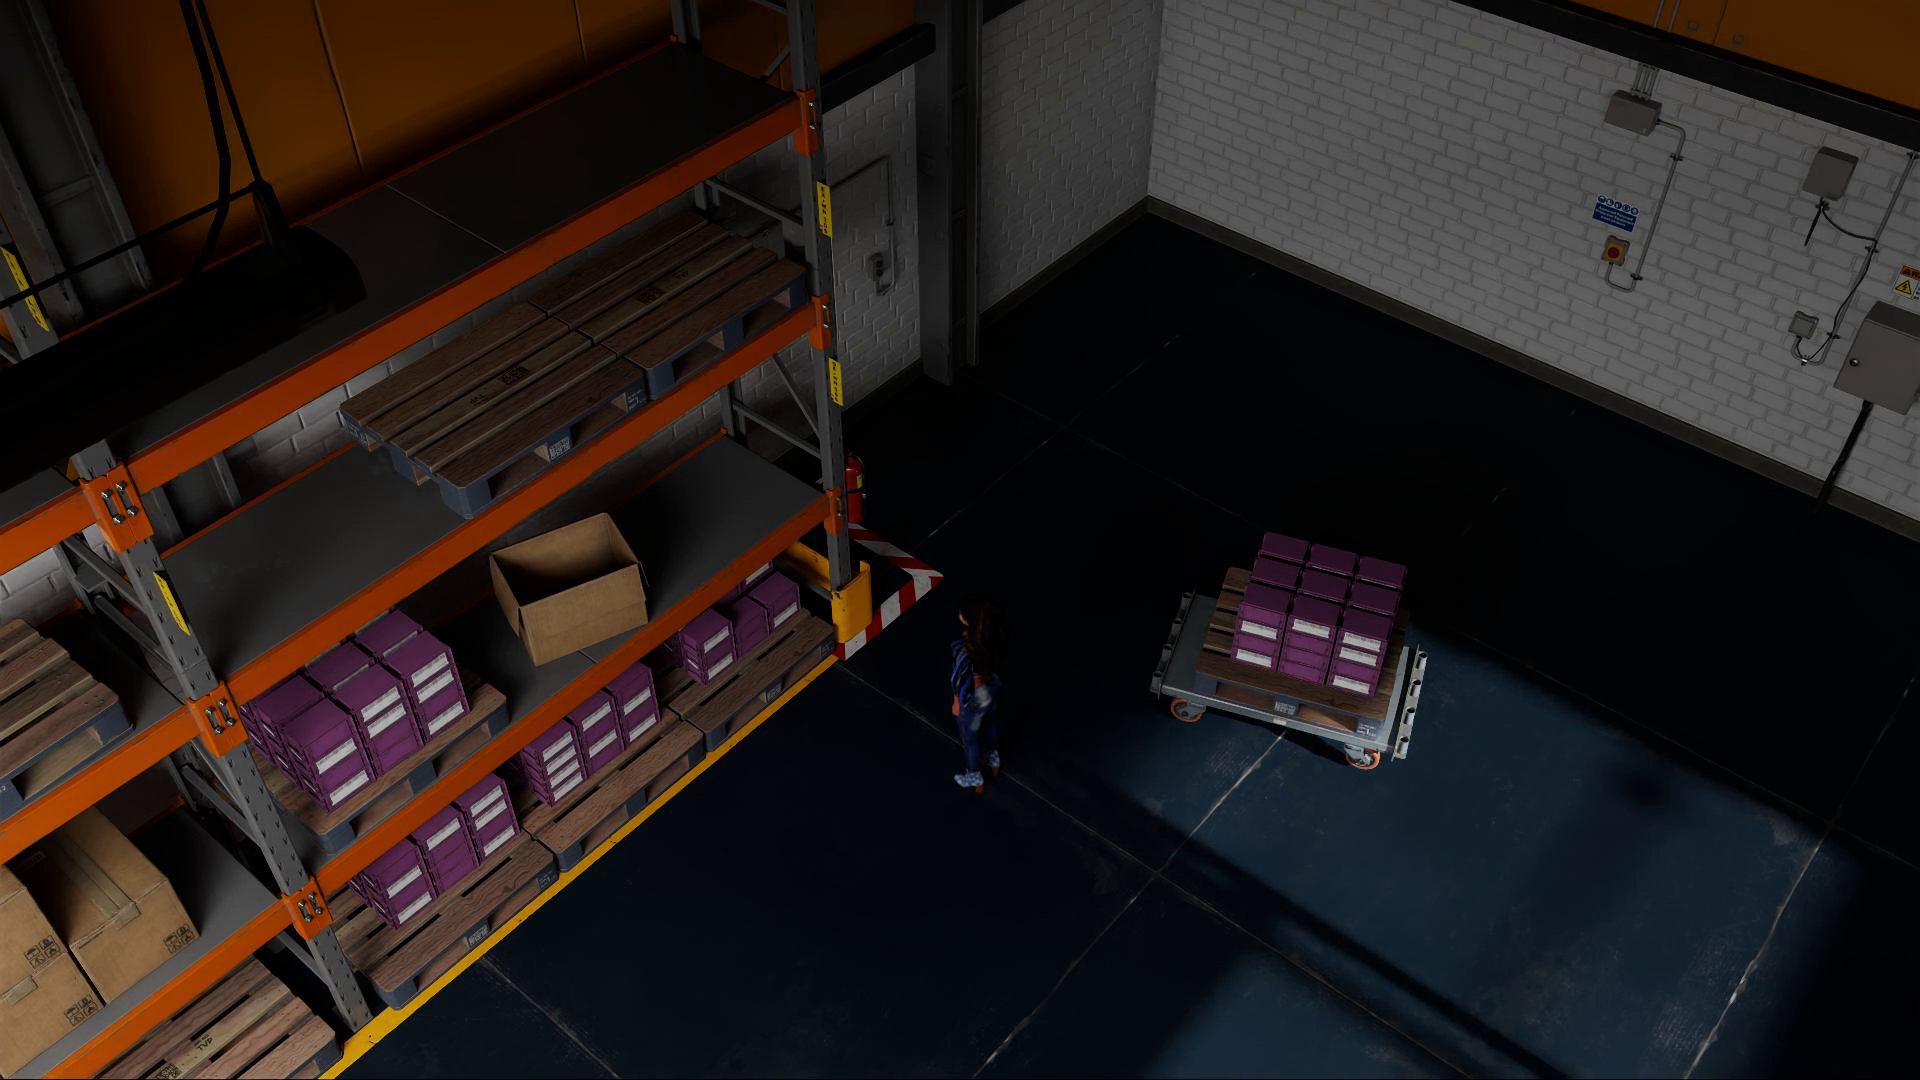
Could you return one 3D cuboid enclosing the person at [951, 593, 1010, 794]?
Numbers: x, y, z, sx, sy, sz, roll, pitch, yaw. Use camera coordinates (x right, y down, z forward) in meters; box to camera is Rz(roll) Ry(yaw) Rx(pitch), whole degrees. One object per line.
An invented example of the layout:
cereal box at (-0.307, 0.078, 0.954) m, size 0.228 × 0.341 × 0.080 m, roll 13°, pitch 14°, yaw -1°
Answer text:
person at (0.112, 0.919, 10.050) m, size 0.697 × 1.622 × 0.528 m, roll 23°, pitch 48°, yaw 22°
